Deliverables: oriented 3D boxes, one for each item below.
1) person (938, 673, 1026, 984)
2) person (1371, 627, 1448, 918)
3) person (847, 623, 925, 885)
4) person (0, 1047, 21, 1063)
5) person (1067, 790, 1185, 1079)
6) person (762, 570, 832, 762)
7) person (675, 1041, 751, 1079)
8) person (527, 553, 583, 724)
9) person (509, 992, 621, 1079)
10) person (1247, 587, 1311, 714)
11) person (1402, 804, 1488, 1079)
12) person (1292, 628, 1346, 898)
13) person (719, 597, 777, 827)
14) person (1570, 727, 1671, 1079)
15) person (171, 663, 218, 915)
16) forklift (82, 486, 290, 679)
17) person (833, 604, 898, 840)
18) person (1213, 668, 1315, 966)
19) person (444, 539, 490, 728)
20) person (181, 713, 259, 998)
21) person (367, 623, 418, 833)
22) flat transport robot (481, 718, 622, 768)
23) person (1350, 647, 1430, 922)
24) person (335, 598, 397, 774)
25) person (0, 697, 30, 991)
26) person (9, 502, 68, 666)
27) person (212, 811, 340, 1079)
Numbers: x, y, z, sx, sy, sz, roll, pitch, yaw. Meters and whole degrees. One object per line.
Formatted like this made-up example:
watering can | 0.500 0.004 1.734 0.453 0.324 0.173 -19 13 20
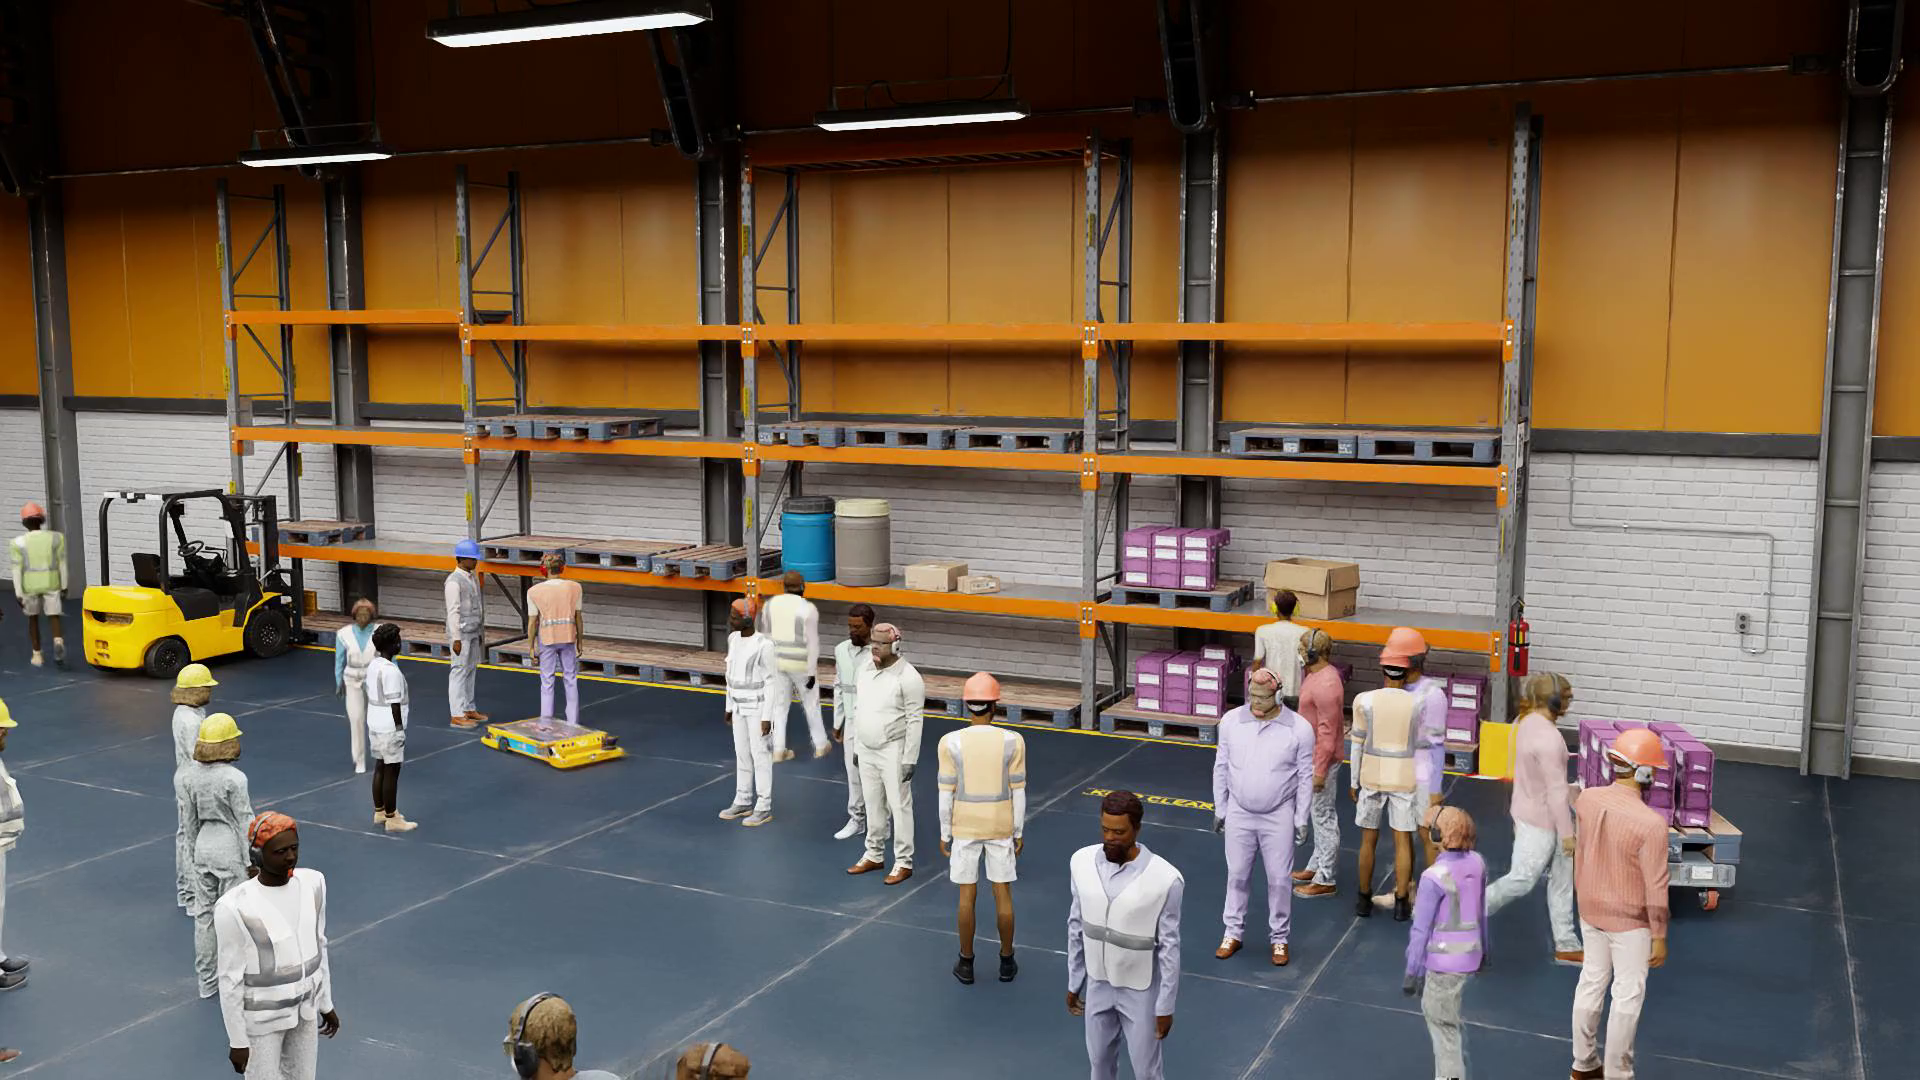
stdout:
person | 0.132 1.781 10.302 0.547 1.928 0.385 0 7 -3
person | 3.074 1.598 11.439 0.456 2.029 0.656 -2 7 -17
person | -0.563 1.556 12.234 0.642 1.913 0.409 6 9 41
person | -5.659 2.094 9.076 0.846 1.594 0.499 -2 7 -14
person | 0.774 2.092 7.825 0.586 1.910 0.388 5 8 35
person | -1.539 1.183 15.773 0.635 1.799 0.739 3 8 26
person | -0.887 2.444 5.236 0.500 1.828 0.541 1 7 7
person | -4.060 1.051 16.724 0.560 1.836 0.394 -4 8 -30
person | -1.277 2.388 5.299 0.374 1.928 0.639 3 8 25
person | 2.759 1.347 14.308 0.567 1.895 0.520 0 7 2
person | 2.466 2.154 8.439 0.613 1.619 0.407 -7 10 -44
person | 2.561 1.585 11.888 0.379 1.937 0.629 1 7 9
person | -1.735 1.397 13.656 0.359 1.884 0.573 -6 9 -42
person | 3.454 1.952 8.673 0.413 1.984 0.624 -3 7 -21
person | -5.300 1.719 11.570 0.321 1.742 0.492 -5 8 -34
forklift | -9.426 0.454 20.179 1.214 2.155 2.313 3 8 26
person | -0.737 1.442 13.175 0.601 1.913 0.386 5 8 34
person | 1.920 1.757 10.622 0.636 1.902 0.406 3 7 20
person | -5.068 0.957 17.076 0.411 1.943 0.610 1 7 4
person | -4.439 1.904 10.041 0.484 1.745 0.297 2 7 19
person | -4.619 1.512 13.469 0.316 1.695 0.542 -5 9 -37
flat transport robot | -3.931 1.918 15.956 1.431 0.197 0.652 6 9 43
person | 2.959 1.649 11.419 0.550 1.925 0.384 2 7 16
person | -5.491 1.316 15.418 0.558 1.613 0.552 -1 7 -12
person | -5.946 1.851 10.181 0.403 1.821 0.602 -4 8 -30
person | -11.078 0.555 20.046 0.612 2.020 0.778 -5 9 -38
person | -3.048 2.146 7.473 0.356 1.883 0.574 3 8 25
